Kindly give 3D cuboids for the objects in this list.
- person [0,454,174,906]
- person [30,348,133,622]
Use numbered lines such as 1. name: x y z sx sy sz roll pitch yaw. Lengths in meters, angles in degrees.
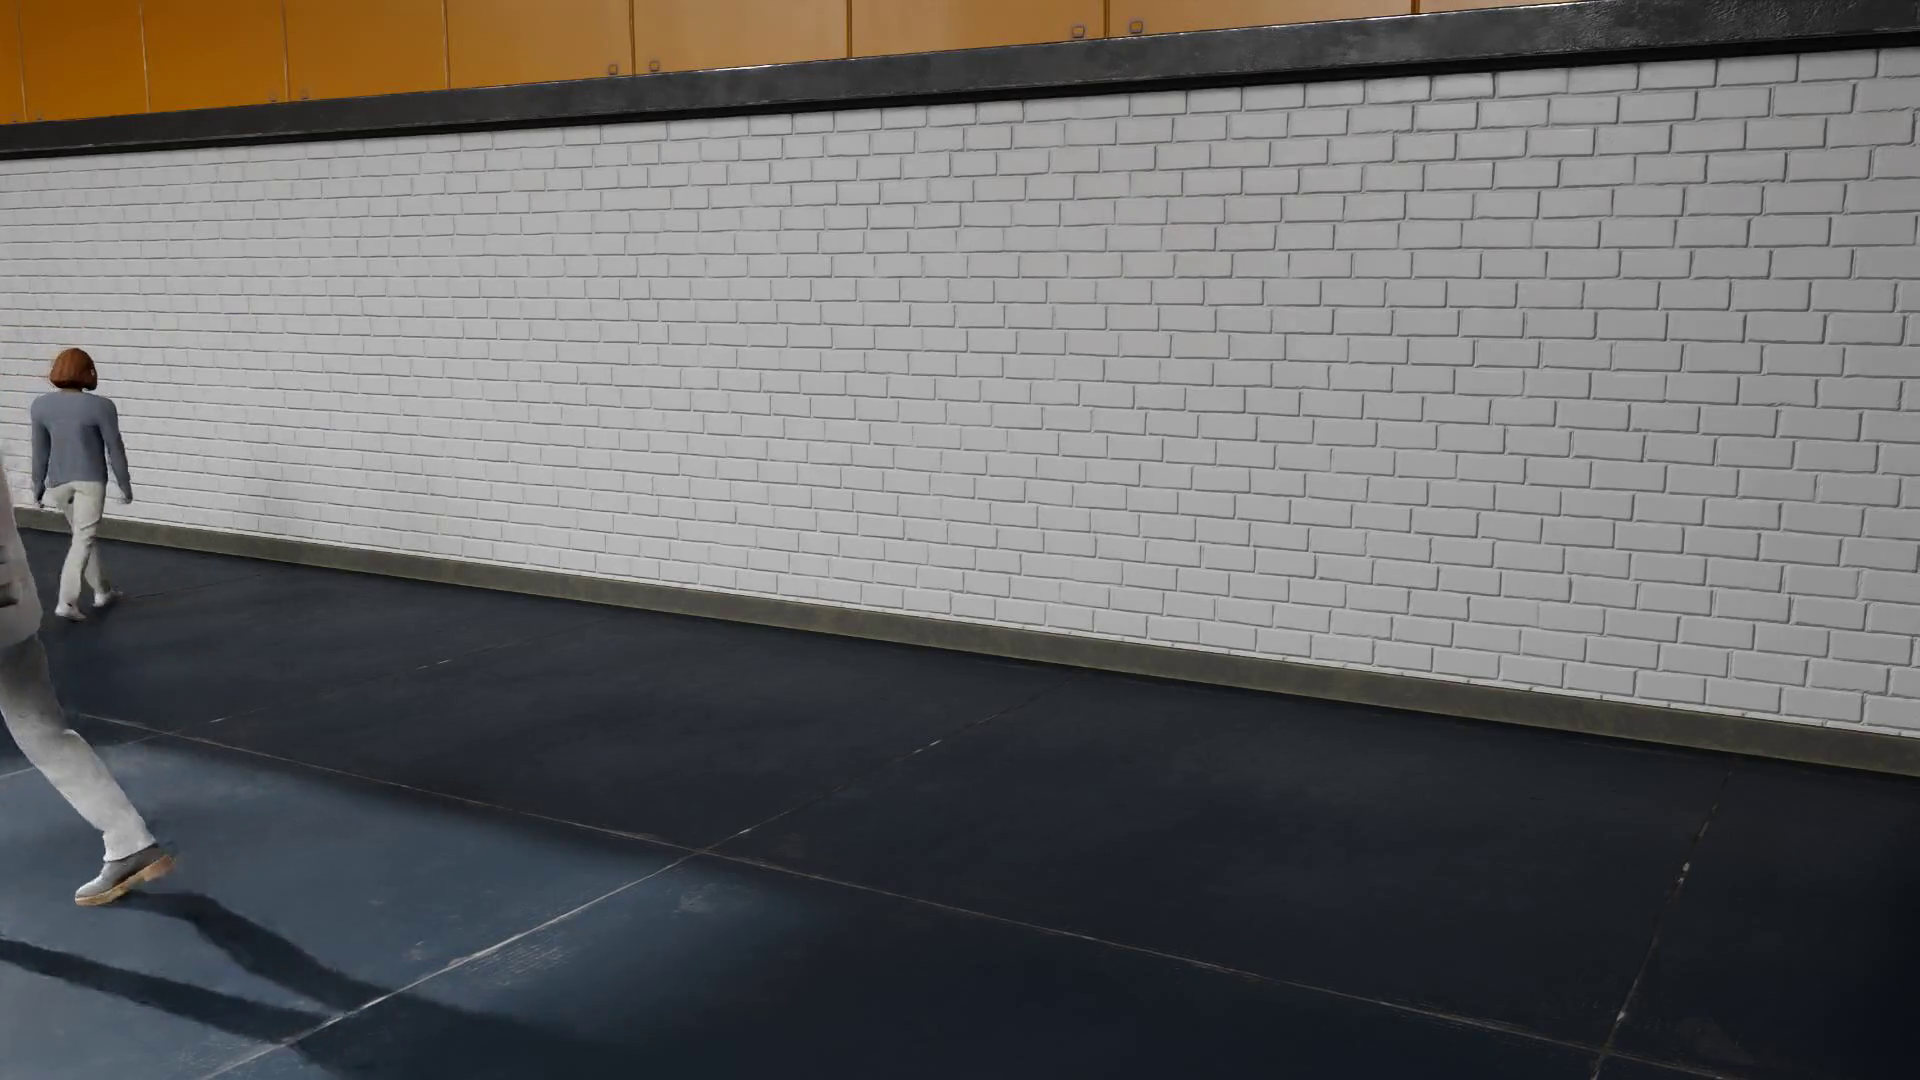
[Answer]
1. person: -3.040 0.291 5.174 1.007 1.836 0.627 -1 9 -6
2. person: -5.197 -0.335 9.813 0.518 1.590 0.866 0 9 2
